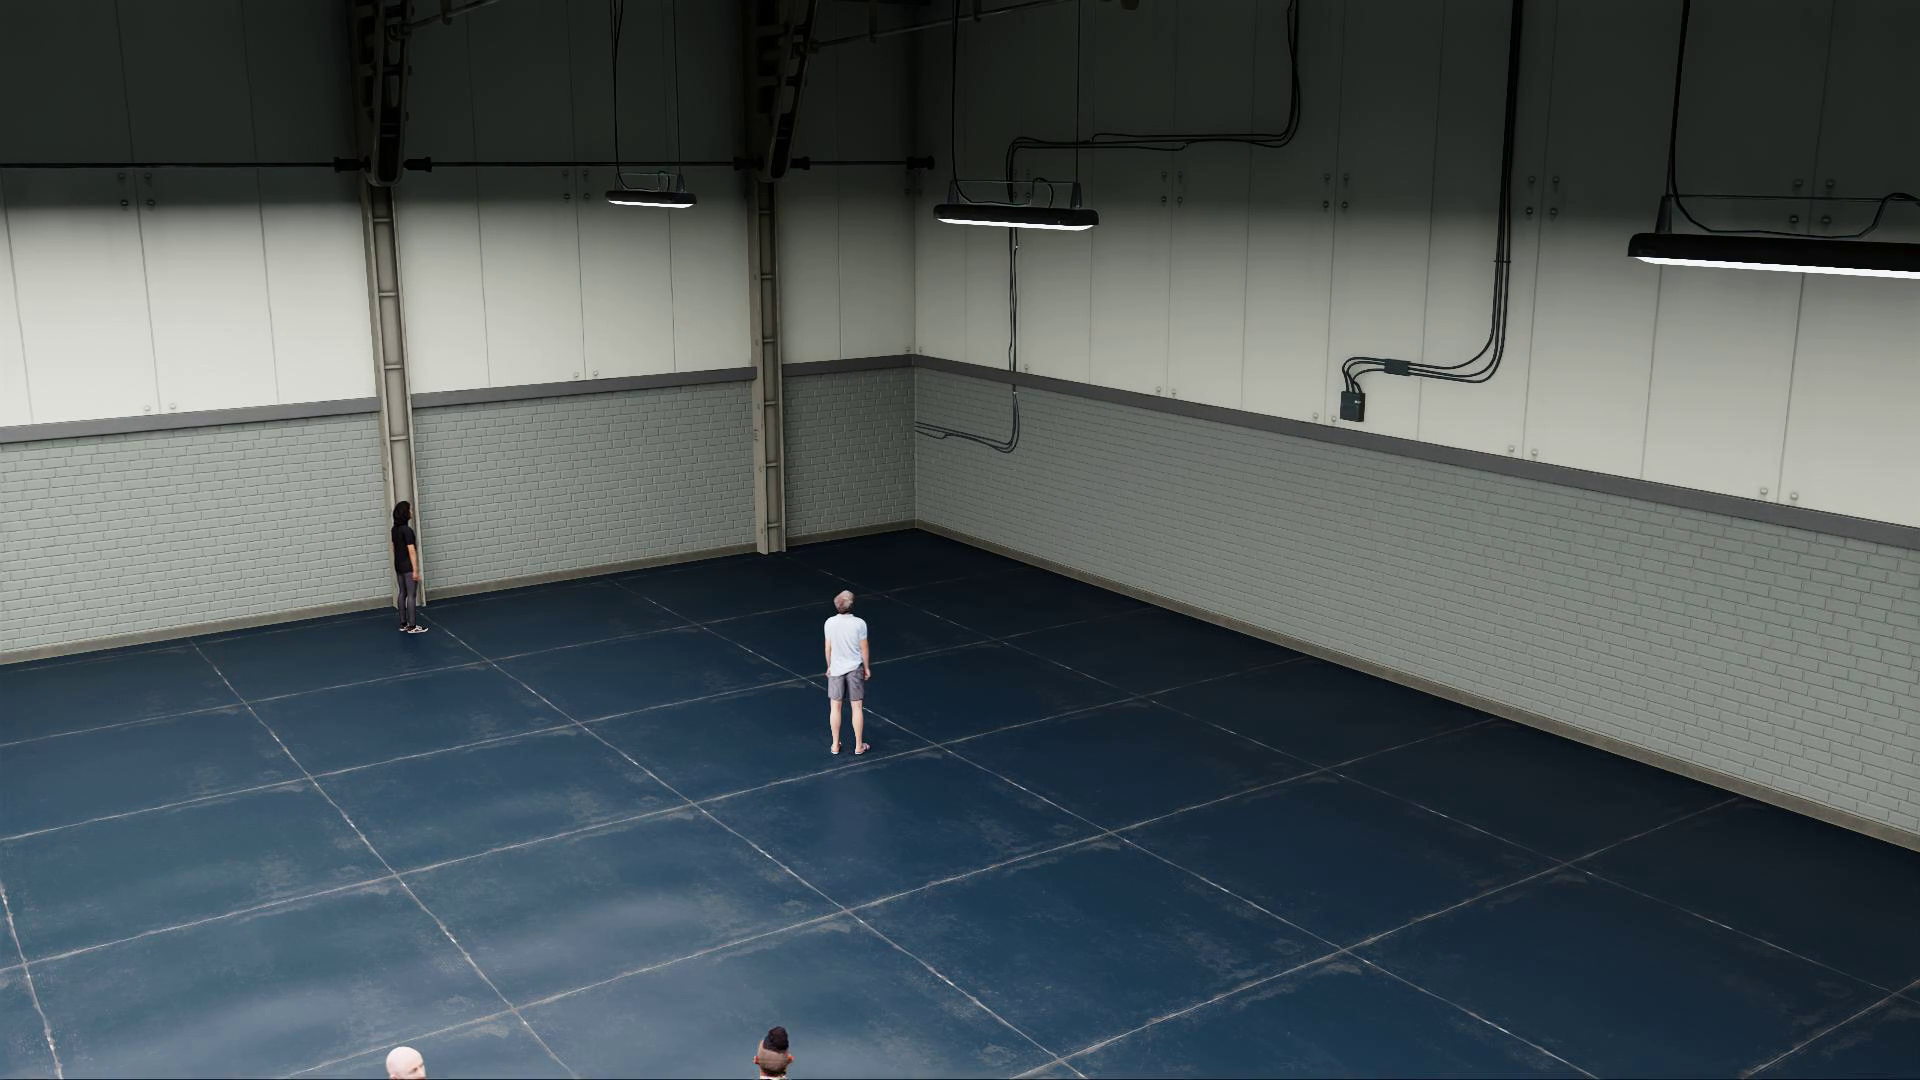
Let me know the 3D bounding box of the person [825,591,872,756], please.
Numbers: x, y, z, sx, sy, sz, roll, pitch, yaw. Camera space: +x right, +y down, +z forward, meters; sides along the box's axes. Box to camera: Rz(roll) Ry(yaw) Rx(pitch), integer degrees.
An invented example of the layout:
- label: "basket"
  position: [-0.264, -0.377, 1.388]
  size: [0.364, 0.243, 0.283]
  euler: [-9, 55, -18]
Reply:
- label: "person"
  position: [-1.242, 1.443, 18.186]
  size: [0.717, 1.832, 0.790]
  euler: [2, 13, 7]

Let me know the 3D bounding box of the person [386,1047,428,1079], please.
- label: "person"
  position: [-2.956, 3.572, 8.979]
  size: [0.818, 1.837, 0.721]
  euler: [4, 14, 19]

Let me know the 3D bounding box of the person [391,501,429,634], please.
- label: "person"
  position: [-7.627, 0.356, 22.868]
  size: [0.669, 1.836, 0.599]
  euler: [12, 17, 41]
